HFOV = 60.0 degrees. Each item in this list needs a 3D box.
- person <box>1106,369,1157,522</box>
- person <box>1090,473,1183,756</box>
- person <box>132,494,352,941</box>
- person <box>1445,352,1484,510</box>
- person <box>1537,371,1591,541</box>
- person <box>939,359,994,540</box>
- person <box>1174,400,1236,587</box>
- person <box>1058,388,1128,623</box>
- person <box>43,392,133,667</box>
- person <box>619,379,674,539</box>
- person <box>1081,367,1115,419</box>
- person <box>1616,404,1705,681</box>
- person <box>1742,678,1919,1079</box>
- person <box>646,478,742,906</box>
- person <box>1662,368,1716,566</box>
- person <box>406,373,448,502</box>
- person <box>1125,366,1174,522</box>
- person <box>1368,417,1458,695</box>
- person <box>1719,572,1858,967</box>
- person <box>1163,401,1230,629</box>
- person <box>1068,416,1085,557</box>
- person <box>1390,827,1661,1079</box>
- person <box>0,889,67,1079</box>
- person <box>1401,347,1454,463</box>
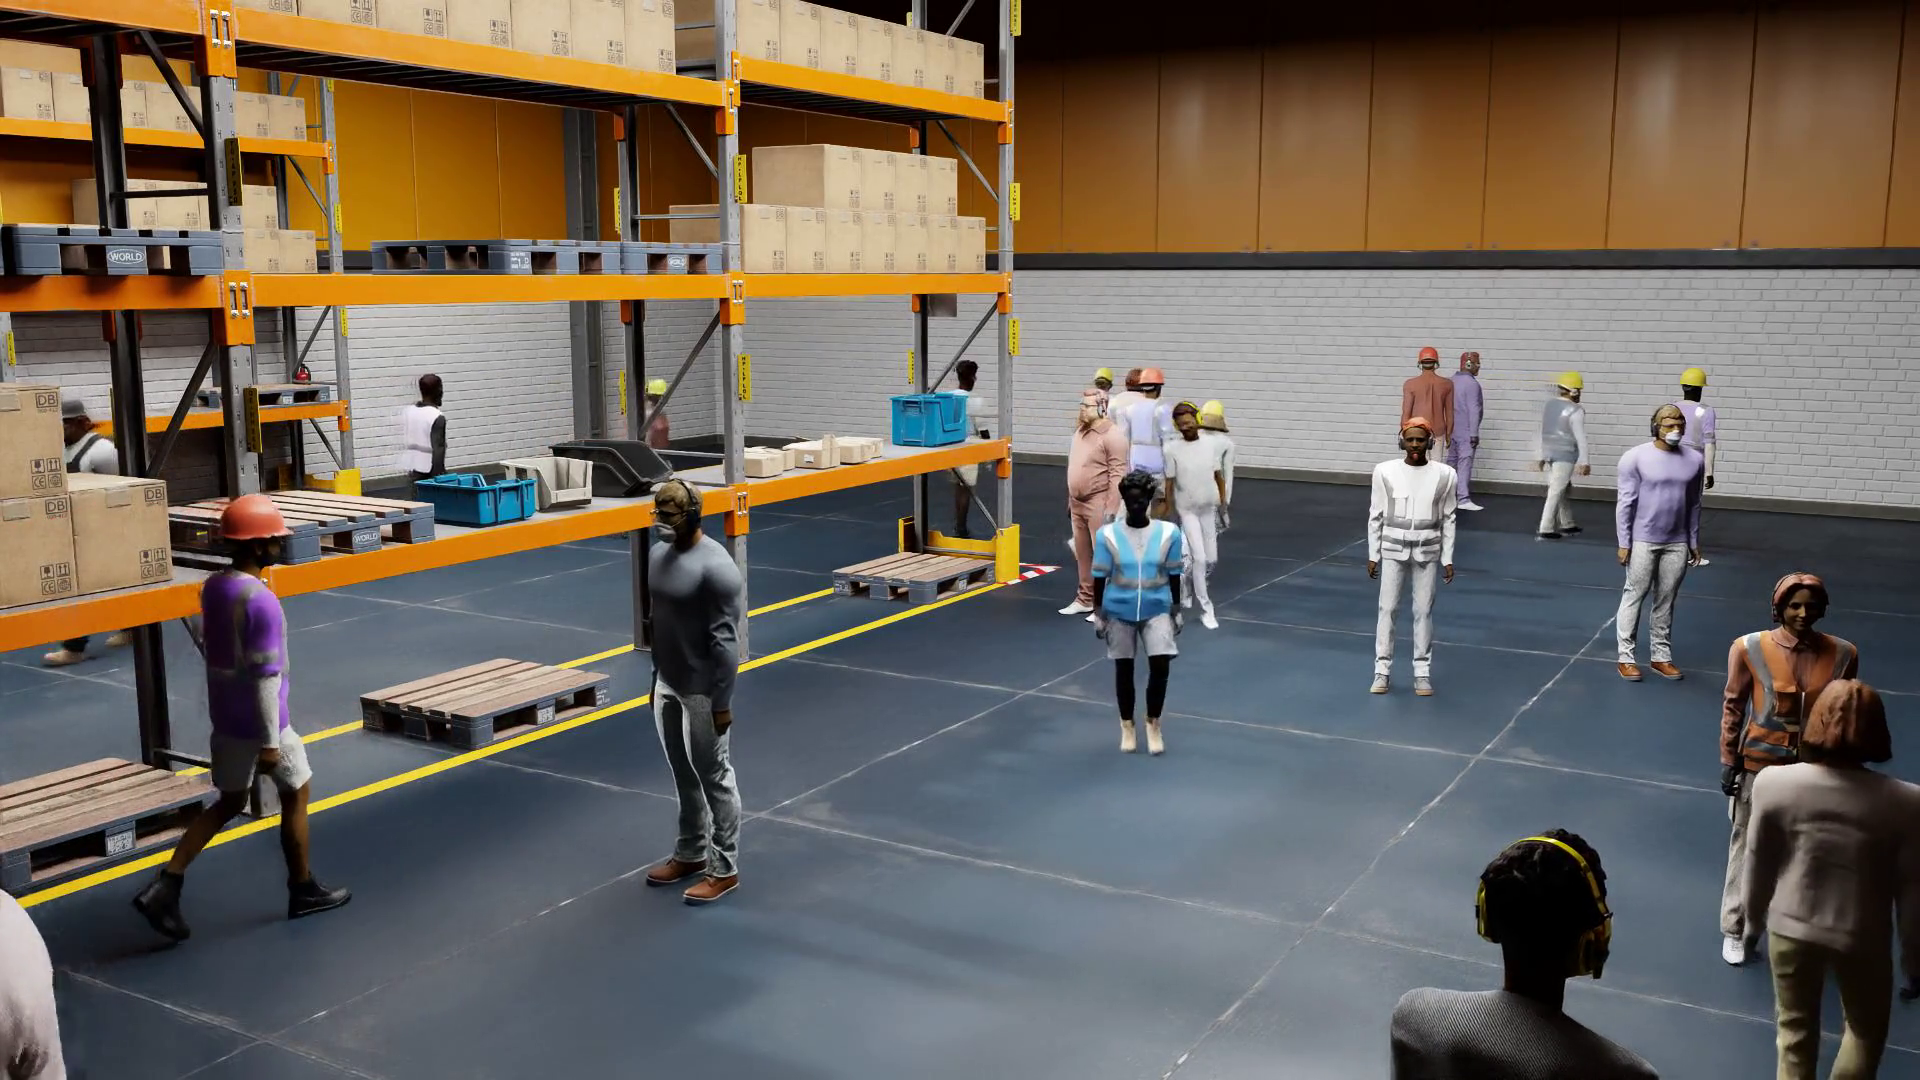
[{"bbox_3d":[1.838,-0.881,17.538,0.624,1.845,0.430,5,10,30],"label":"person"},{"bbox_3d":[1.033,0.447,9.739,0.550,1.676,0.495,1,9,3],"label":"person"},{"bbox_3d":[-3.098,0.758,7.095,0.544,1.913,0.849,7,11,36],"label":"person"},{"bbox_3d":[6.094,-1.314,20.053,0.399,1.905,0.642,-2,9,-12],"label":"person"},{"bbox_3d":[6.498,-0.886,17.697,0.796,1.798,0.622,-3,9,-16],"label":"person"},{"bbox_3d":[0.091,-0.929,17.520,0.626,1.937,0.667,7,11,36],"label":"person"},{"bbox_3d":[2.176,-0.383,14.821,0.536,1.709,0.574,2,9,13],"label":"person"},{"bbox_3d":[1.079,-0.289,13.636,0.410,1.912,0.643,-6,11,-31],"label":"person"},{"bbox_3d":[-6.448,-0.143,12.314,0.709,2.000,0.971,5,10,29],"label":"person"},{"bbox_3d":[-3.288,-0.853,17.693,0.815,1.734,0.523,3,10,18],"label":"person"},{"bbox_3d":[1.704,-1.152,19.526,0.547,1.733,0.800,3,10,17],"label":"person"},{"bbox_3d":[4.880,0.019,11.616,0.627,1.941,0.370,-1,9,-8],"label":"person"},{"bbox_3d":[2.669,1.218,5.095,0.523,1.617,0.340,6,11,34],"label":"person"},{"bbox_3d":[-1.215,0.673,7.564,0.363,1.933,0.628,-7,12,-39],"label":"person"},{"bbox_3d":[7.076,-0.710,16.205,0.375,1.928,0.585,-7,11,-36],"label":"person"},{"bbox_3d":[-5.191,-0.685,16.200,0.589,1.882,0.967,7,12,38],"label":"person"},{"bbox_3d":[1.880,-0.739,16.381,0.601,1.923,0.562,8,12,41],"label":"person"},{"bbox_3d":[3.039,0.112,11.216,0.573,1.883,0.355,2,9,13],"label":"person"},{"bbox_3d":[3.375,0.939,6.811,0.521,1.640,0.306,1,9,8],"label":"person"},{"bbox_3d":[1.891,-0.225,13.489,0.571,1.827,0.710,-3,10,-17],"label":"person"},{"bbox_3d":[1.230,-0.488,15.804,0.535,1.603,0.535,8,12,42],"label":"person"},{"bbox_3d":[1.000,1.436,3.011,0.532,1.864,0.310,8,12,39],"label":"person"},{"bbox_3d":[-1.937,1.384,3.276,0.458,1.877,0.694,-6,11,-32],"label":"person"},{"bbox_3d":[5.435,-1.253,19.387,0.617,1.990,0.393,0,9,0],"label":"person"}]
